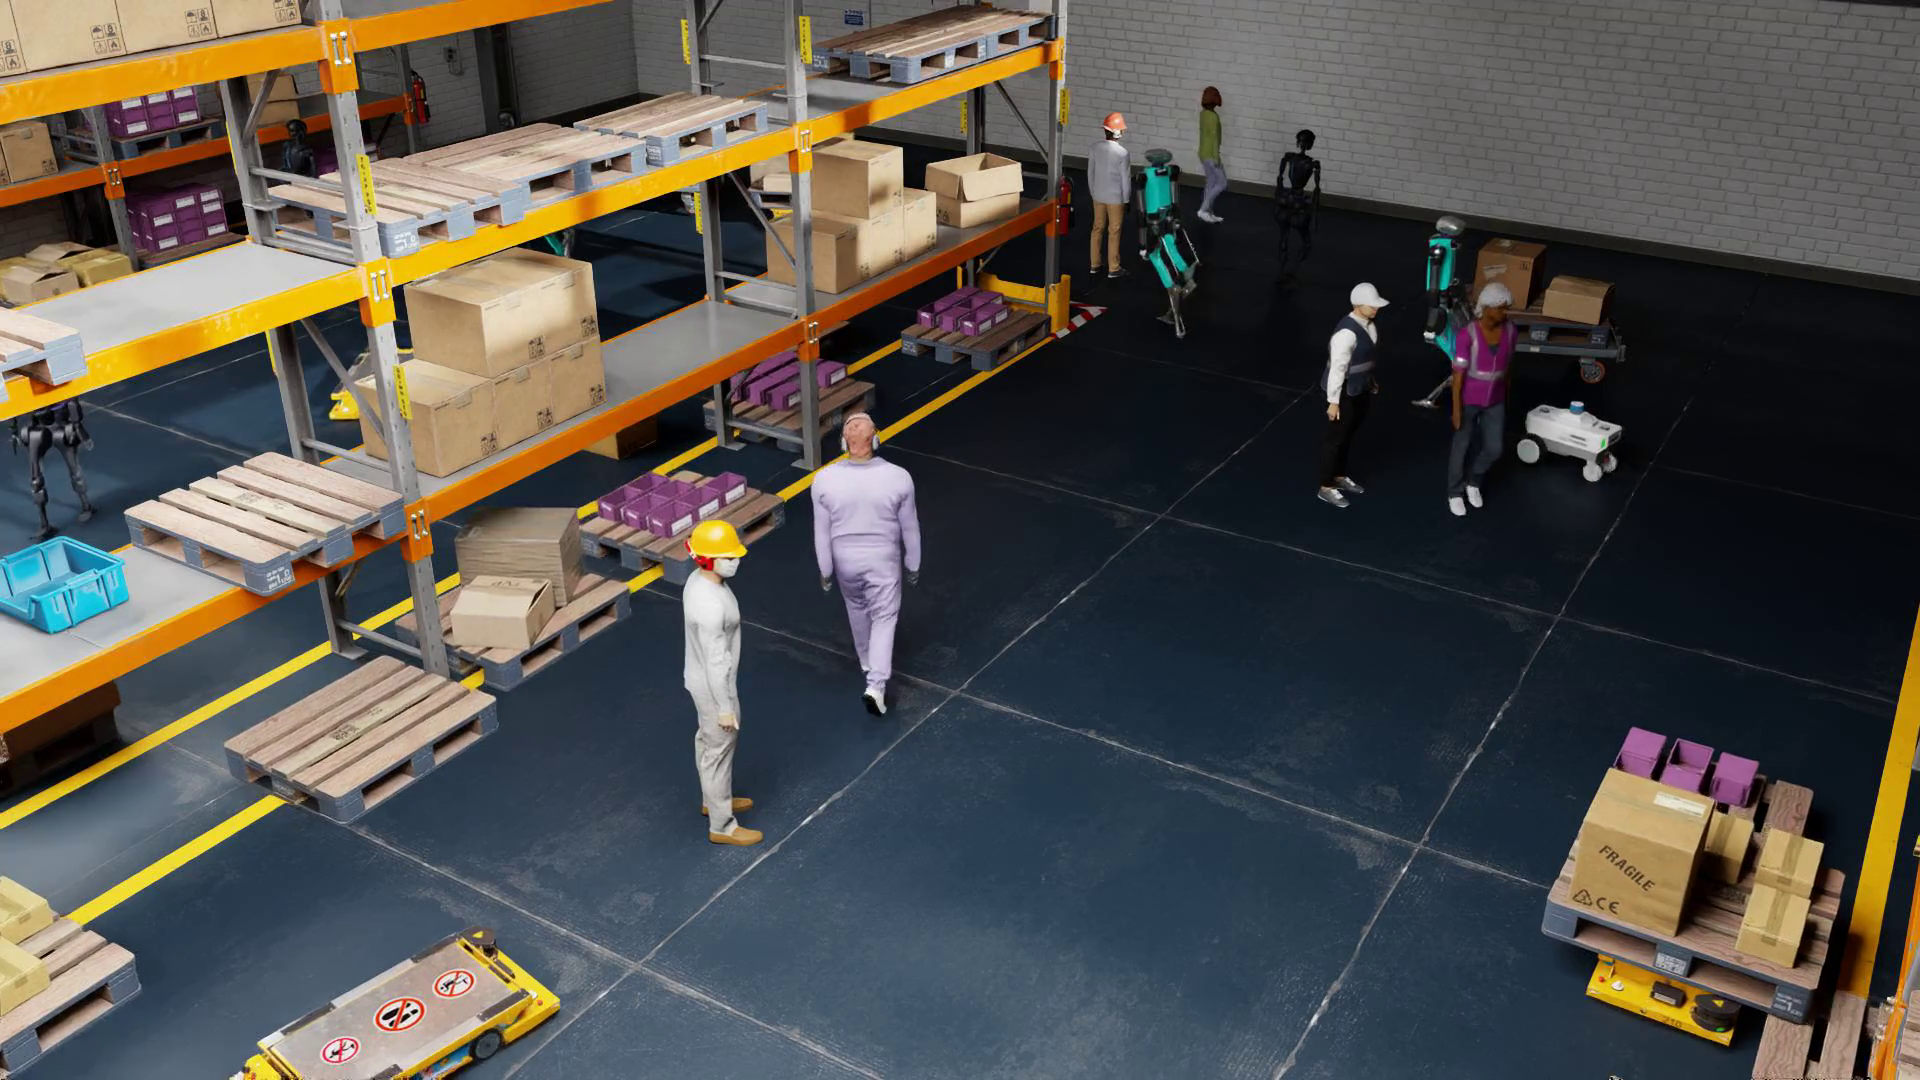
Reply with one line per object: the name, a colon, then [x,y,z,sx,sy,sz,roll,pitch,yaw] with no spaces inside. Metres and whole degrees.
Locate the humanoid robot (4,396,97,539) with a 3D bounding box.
humanoid robot: [-6.750,-0.819,12.278,0.598,1.637,0.661,-3,27,-5]

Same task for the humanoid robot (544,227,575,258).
humanoid robot: [-4.267,-3.383,17.240,0.551,1.733,1.008,24,35,38]

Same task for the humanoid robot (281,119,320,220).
humanoid robot: [-7.178,-3.761,18.127,0.615,1.635,0.791,15,31,28]

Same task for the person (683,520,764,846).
person: [-1.290,0.754,8.920,0.375,1.893,0.563,-6,27,-11]

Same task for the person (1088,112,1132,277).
person: [1.619,-3.704,17.855,0.562,1.751,0.329,23,35,38]

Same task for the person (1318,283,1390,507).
person: [3.009,-1.141,12.799,0.450,1.757,0.752,18,32,32]

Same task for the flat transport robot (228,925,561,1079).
flat transport robot: [-2.628,2.311,7.643,0.659,0.231,1.431,23,35,37]

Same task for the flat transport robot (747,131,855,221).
flat transport robot: [-1.878,-4.008,20.096,0.659,0.231,1.431,3,27,6]

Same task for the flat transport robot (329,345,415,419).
flat transport robot: [-5.184,-1.437,15.029,0.659,0.231,1.431,-2,27,-4]

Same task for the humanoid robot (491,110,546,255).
humanoid robot: [-5.036,-3.941,18.444,0.690,1.637,0.616,-7,28,-13]

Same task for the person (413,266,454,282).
person: [-4.854,-2.601,15.545,0.882,1.890,0.709,-15,31,-27]

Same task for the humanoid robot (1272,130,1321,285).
humanoid robot: [3.533,-3.513,17.564,0.327,1.649,0.602,-21,34,-35]

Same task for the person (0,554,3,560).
person: [-6.366,-0.092,10.587,0.757,1.928,0.512,-9,28,-17]

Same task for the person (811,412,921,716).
person: [-0.566,0.132,10.177,0.645,1.866,0.912,1,27,2]

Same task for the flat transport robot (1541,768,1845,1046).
flat transport robot: [3.673,1.939,8.377,0.659,0.231,1.431,16,31,28]

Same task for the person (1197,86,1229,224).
person: [2.987,-4.530,19.629,0.351,1.611,0.530,-5,27,-10]

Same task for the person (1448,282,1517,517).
person: [3.922,-1.043,12.504,0.530,1.841,0.441,-3,27,-5]

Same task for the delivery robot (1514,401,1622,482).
delivery robot: [4.963,-0.844,13.531,0.767,0.581,0.499,24,35,39]

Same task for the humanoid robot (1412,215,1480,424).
humanoid robot: [4.343,-1.827,14.266,0.797,1.868,0.543,13,30,24]

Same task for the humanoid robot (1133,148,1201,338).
humanoid robot: [2.080,-2.824,16.244,0.546,1.886,0.808,-18,32,-31]
